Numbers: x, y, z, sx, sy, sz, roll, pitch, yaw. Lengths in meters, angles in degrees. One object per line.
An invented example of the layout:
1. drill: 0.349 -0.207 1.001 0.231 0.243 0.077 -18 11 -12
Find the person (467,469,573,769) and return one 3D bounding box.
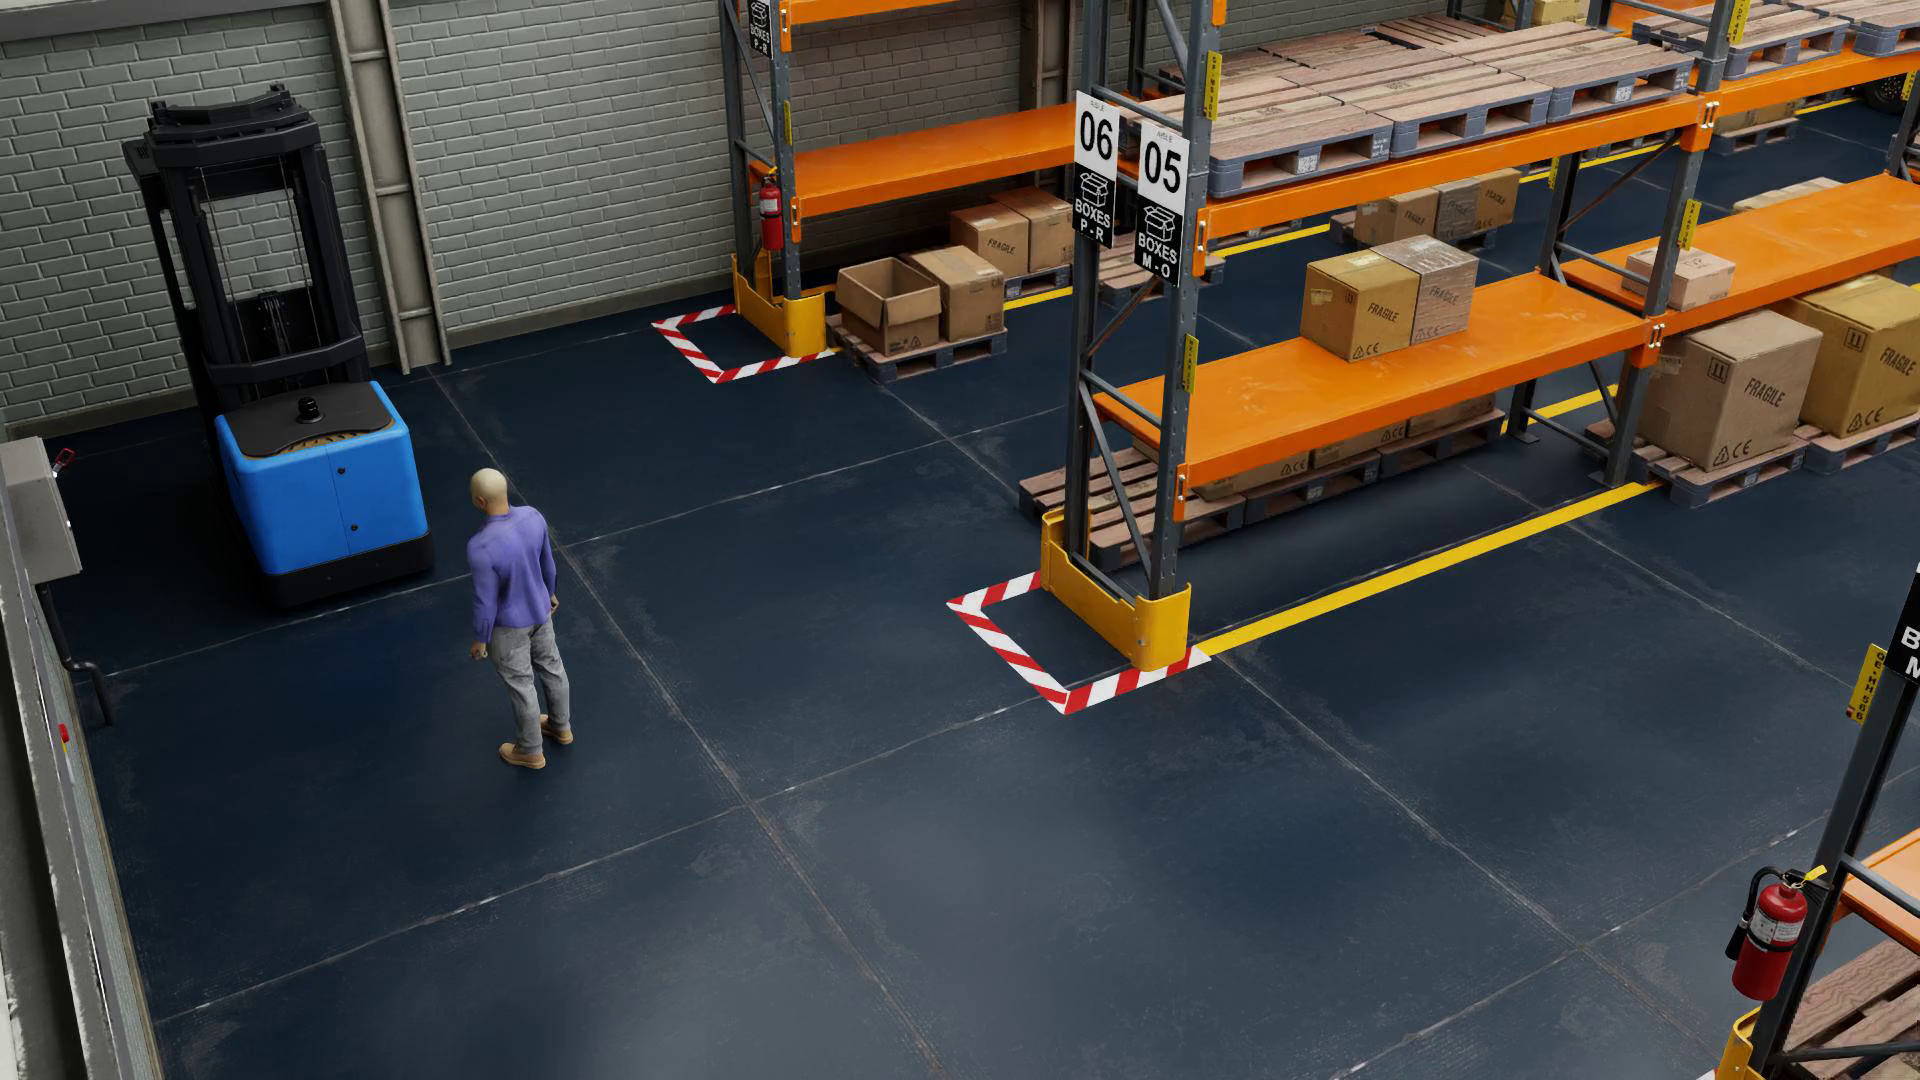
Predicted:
1. person: -2.331 0.420 8.808 0.393 1.799 0.594 18 36 26

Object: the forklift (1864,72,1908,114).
1. forklift: 11.468 -5.645 18.244 1.214 2.155 2.313 -17 36 -26

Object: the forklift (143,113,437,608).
1. forklift: -4.289 -1.259 10.509 1.129 2.768 1.873 -17 36 -26
